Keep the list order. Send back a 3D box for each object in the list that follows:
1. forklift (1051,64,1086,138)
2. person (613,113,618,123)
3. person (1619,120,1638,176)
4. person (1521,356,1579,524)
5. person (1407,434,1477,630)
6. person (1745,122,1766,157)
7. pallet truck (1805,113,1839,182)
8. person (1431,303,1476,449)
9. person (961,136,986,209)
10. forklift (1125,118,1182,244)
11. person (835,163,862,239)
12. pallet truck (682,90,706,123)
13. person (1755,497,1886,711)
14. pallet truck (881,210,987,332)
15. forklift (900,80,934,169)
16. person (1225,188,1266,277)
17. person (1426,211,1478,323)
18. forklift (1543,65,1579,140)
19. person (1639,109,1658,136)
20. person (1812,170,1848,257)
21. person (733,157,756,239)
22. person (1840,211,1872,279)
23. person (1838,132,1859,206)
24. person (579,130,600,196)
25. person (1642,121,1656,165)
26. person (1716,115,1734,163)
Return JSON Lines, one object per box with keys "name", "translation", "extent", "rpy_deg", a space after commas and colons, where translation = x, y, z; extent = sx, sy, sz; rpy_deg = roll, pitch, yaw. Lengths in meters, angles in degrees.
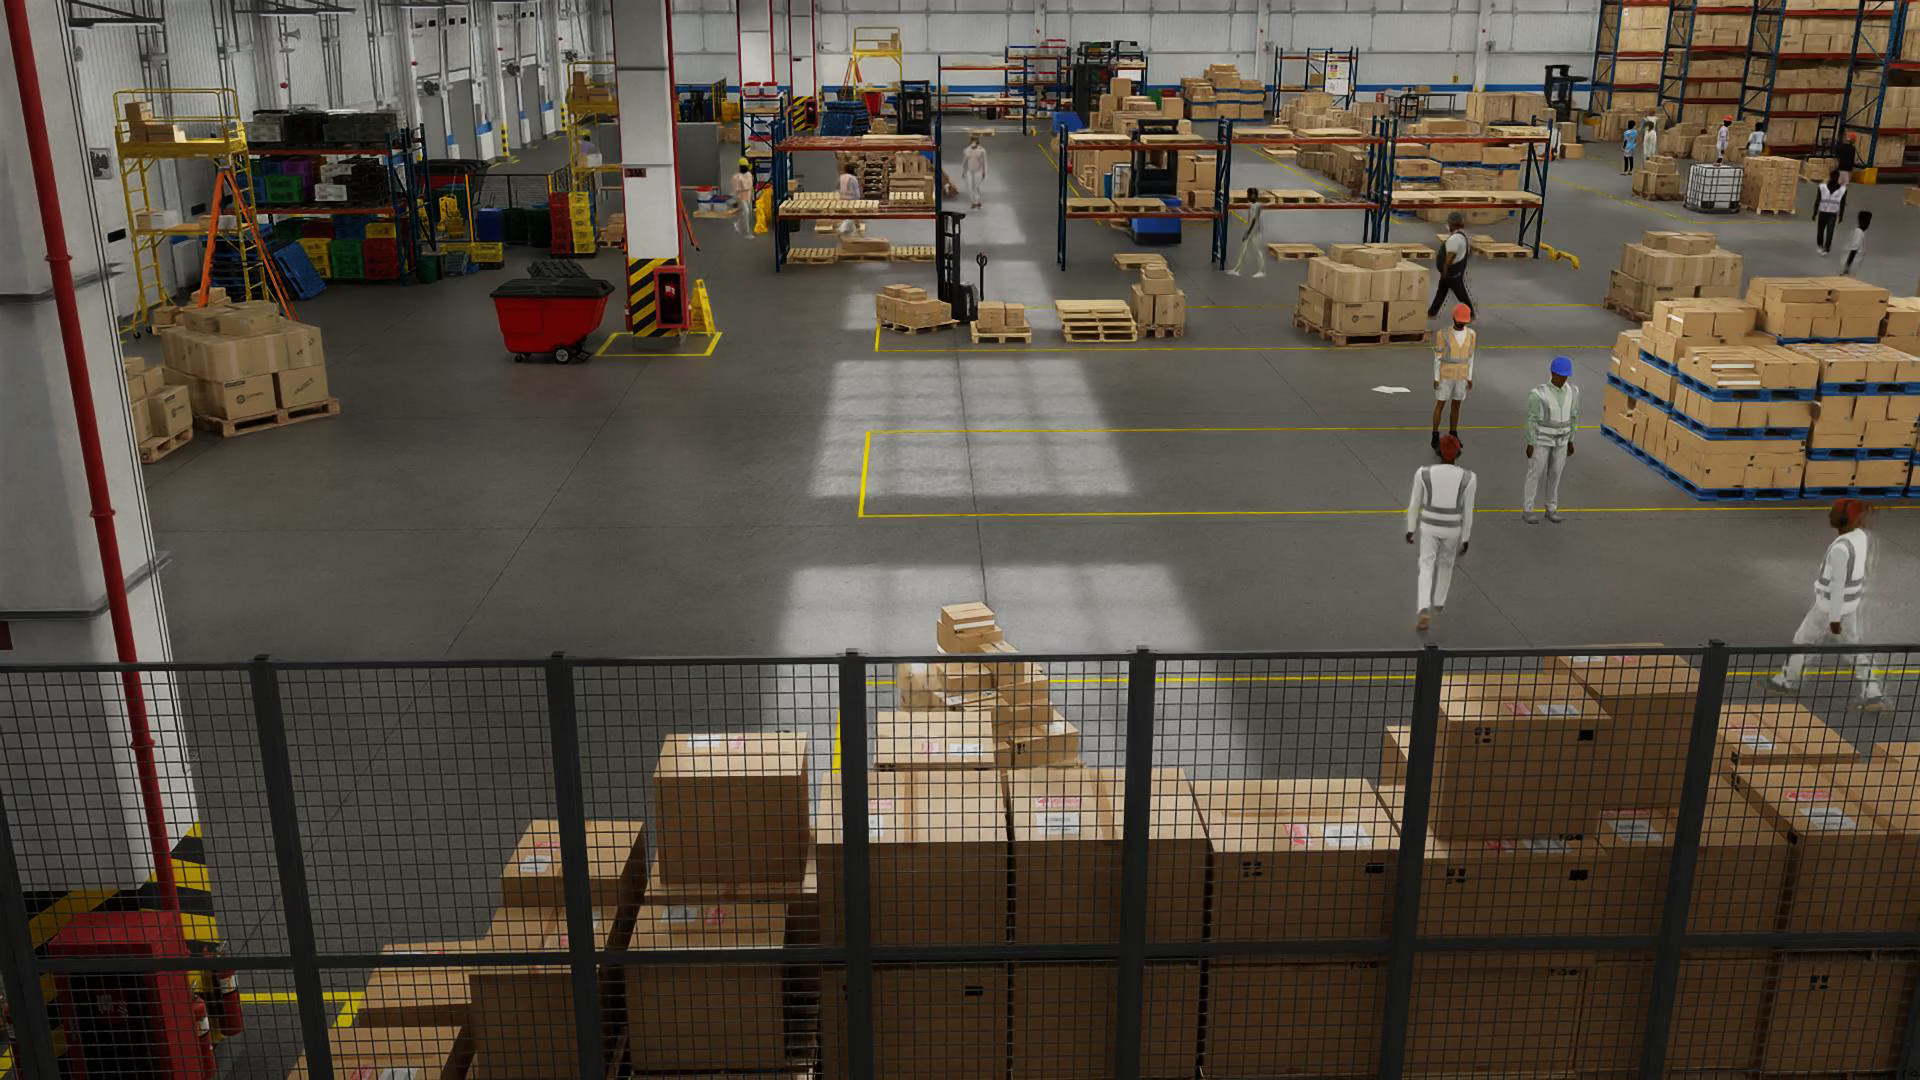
{"name": "forklift", "translation": [4.475, -16.592, 63.094], "extent": [1.873, 2.768, 1.129], "rpy_deg": [-3, 19, -8]}
{"name": "person", "translation": [-11.706, -14.037, 57.364], "extent": [0.531, 1.671, 0.724], "rpy_deg": [14, 23, 35]}
{"name": "person", "translation": [20.994, -12.302, 52.188], "extent": [0.536, 1.696, 0.322], "rpy_deg": [-10, 21, -27]}
{"name": "person", "translation": [6.620, -1.117, 18.649], "extent": [0.600, 1.939, 0.426], "rpy_deg": [-4, 19, -12]}
{"name": "person", "translation": [4.527, -0.079, 15.708], "extent": [0.588, 1.854, 0.925], "rpy_deg": [6, 19, 16]}
{"name": "person", "translation": [24.821, -12.166, 51.852], "extent": [0.540, 1.654, 0.843], "rpy_deg": [-3, 19, -9]}
{"name": "pallet truck", "translation": [26.403, -11.957, 50.702], "extent": [0.823, 1.965, 1.885], "rpy_deg": [6, 19, 16]}
{"name": "person", "translation": [6.440, -2.133, 21.668], "extent": [0.542, 1.928, 0.374], "rpy_deg": [-3, 19, -8]}
{"name": "person", "translation": [0.354, -9.806, 44.440], "extent": [0.641, 1.918, 0.613], "rpy_deg": [6, 19, 17]}
{"name": "forklift", "translation": [4.567, -8.402, 38.797], "extent": [1.129, 2.768, 1.873], "rpy_deg": [-1, 19, -1]}
{"name": "person", "translation": [-2.627, -7.906, 38.957], "extent": [0.738, 1.823, 0.631], "rpy_deg": [-14, 23, -35]}
{"name": "pallet truck", "translation": [-9.671, -15.907, 62.421], "extent": [0.823, 1.965, 1.885], "rpy_deg": [5, 19, 15]}
{"name": "person", "translation": [7.370, 0.529, 13.923], "extent": [0.579, 1.839, 0.993], "rpy_deg": [-16, 24, -39]}
{"name": "pallet truck", "translation": [-0.493, -4.759, 29.349], "extent": [1.885, 1.965, 0.823], "rpy_deg": [-13, 23, -34]}
{"name": "forklift", "translation": [-1.439, -13.389, 53.591], "extent": [1.129, 2.768, 1.873], "rpy_deg": [-2, 19, -6]}
{"name": "person", "translation": [5.952, -6.314, 34.218], "extent": [0.849, 1.830, 0.510], "rpy_deg": [-2, 19, -5]}
{"name": "person", "translation": [8.837, -4.892, 29.677], "extent": [1.030, 2.000, 0.684], "rpy_deg": [7, 20, 20]}
{"name": "forklift", "translation": [22.435, -16.536, 62.927], "extent": [1.129, 2.768, 1.873], "rpy_deg": [-10, 21, -26]}
{"name": "person", "translation": [23.849, -14.101, 57.621], "extent": [0.554, 1.617, 0.614], "rpy_deg": [1, 19, 2]}
{"name": "person", "translation": [19.347, -7.290, 37.037], "extent": [0.598, 1.887, 0.842], "rpy_deg": [12, 22, 32]}
{"name": "person", "translation": [-5.151, -8.120, 39.452], "extent": [0.666, 1.912, 0.596], "rpy_deg": [11, 22, 30]}
{"name": "person", "translation": [16.130, -4.979, 30.119], "extent": [0.470, 1.922, 0.742], "rpy_deg": [8, 20, 23]}
{"name": "person", "translation": [24.032, -10.099, 45.227], "extent": [0.620, 1.975, 0.693], "rpy_deg": [-11, 22, -30]}
{"name": "person", "translation": [-10.500, -10.596, 46.853], "extent": [0.607, 1.879, 0.985], "rpy_deg": [3, 19, 8]}
{"name": "person", "translation": [20.297, -11.384, 49.102], "extent": [0.373, 1.936, 0.629], "rpy_deg": [3, 19, 8]}
{"name": "person", "translation": [23.541, -12.113, 51.285], "extent": [0.384, 1.930, 0.540], "rpy_deg": [9, 21, 25]}
